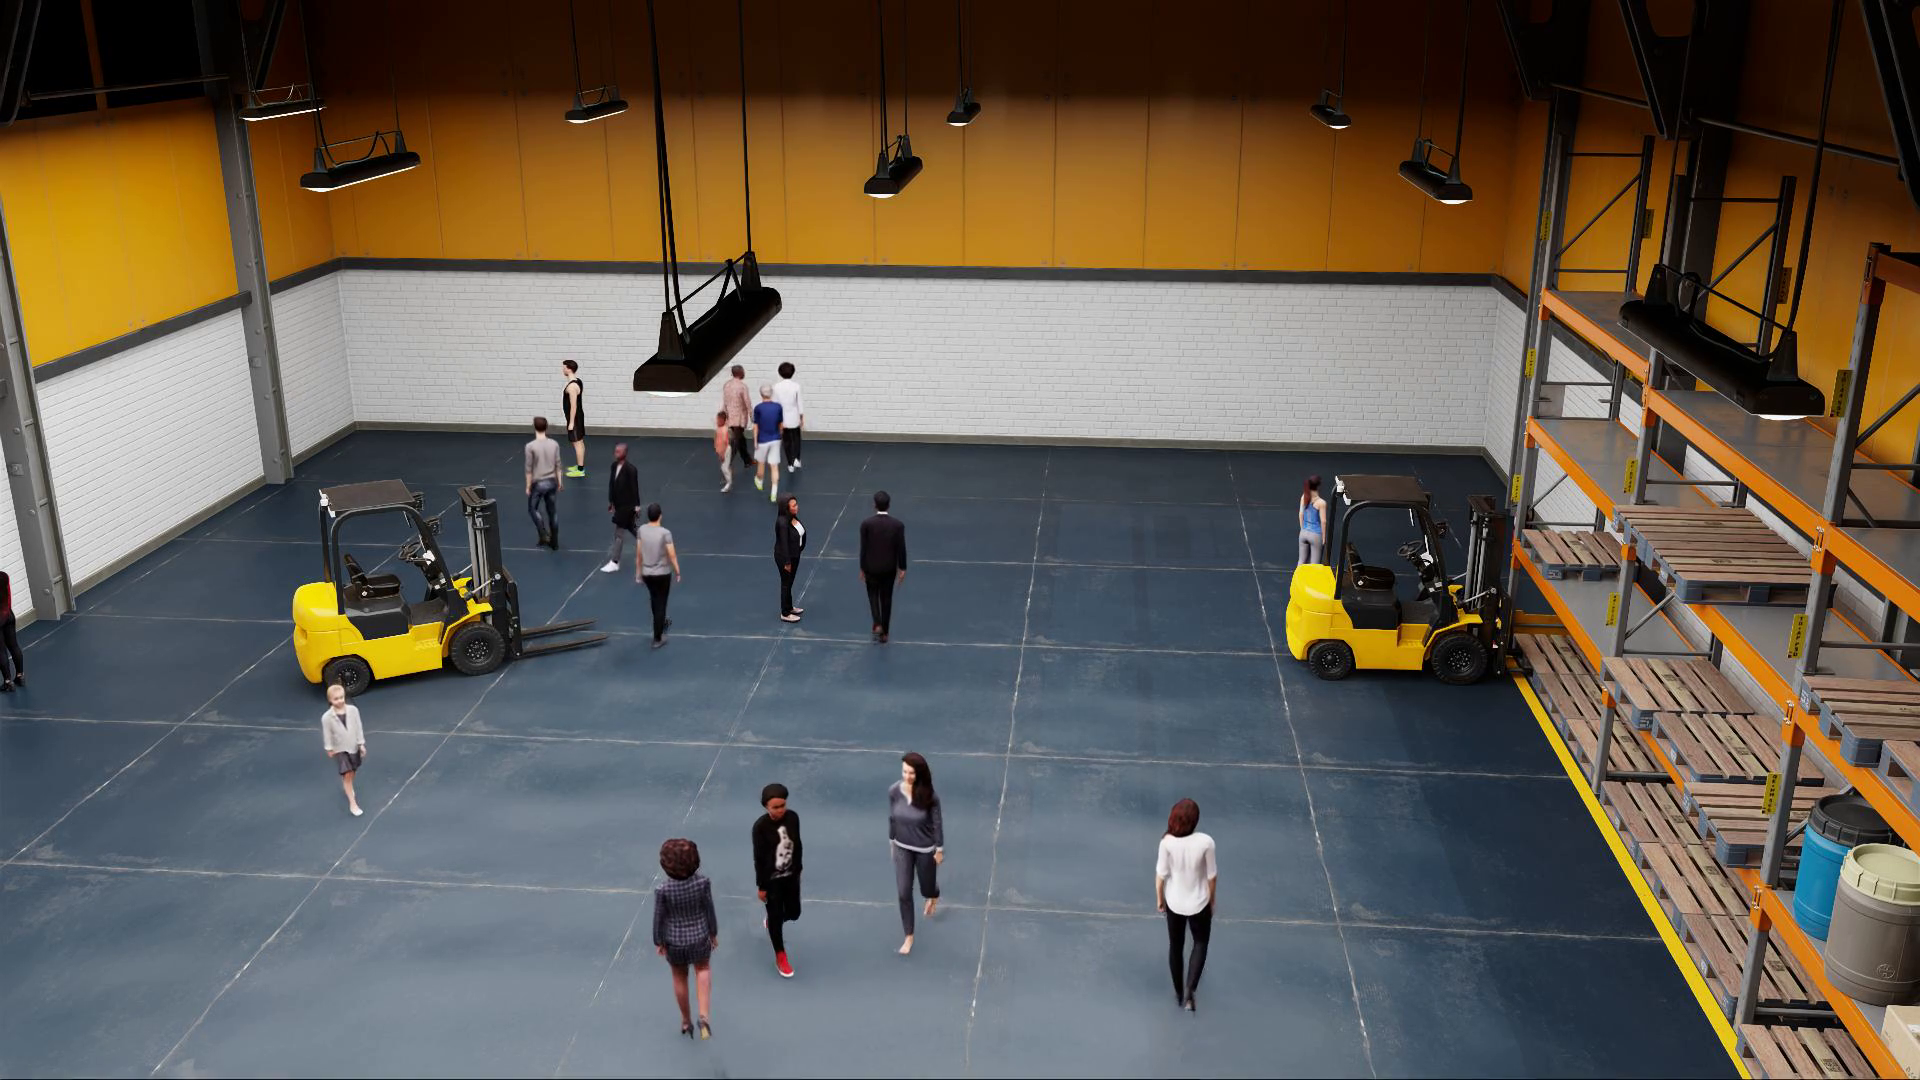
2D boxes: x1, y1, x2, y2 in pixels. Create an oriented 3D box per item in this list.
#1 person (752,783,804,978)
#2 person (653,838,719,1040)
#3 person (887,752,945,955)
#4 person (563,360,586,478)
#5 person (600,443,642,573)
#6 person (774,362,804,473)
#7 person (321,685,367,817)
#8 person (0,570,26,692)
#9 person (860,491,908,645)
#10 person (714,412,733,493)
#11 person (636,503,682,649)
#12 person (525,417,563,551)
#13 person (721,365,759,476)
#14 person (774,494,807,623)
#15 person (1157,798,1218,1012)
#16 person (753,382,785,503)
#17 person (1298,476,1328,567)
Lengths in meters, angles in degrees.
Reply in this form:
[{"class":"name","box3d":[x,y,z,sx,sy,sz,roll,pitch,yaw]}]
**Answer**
[{"class":"person","box3d":[-1.497,2.670,13.331,0.824,1.662,0.903,-12,22,-31]},{"class":"person","box3d":[-1.999,3.009,12.289,0.755,1.684,0.802,-6,19,-16]},{"class":"person","box3d":[-0.345,2.500,13.708,0.727,1.742,1.023,6,19,17]},{"class":"person","box3d":[-6.197,-1.970,26.748,0.773,1.892,0.587,-2,19,-5]},{"class":"person","box3d":[-4.467,-0.465,22.555,1.102,1.716,1.224,16,25,40]},{"class":"person","box3d":[-2.770,-1.965,26.884,0.669,1.795,0.657,-1,19,-3]},{"class":"person","box3d":[-5.935,1.974,16.037,0.857,1.254,0.921,-15,24,-37]},{"class":"person","box3d":[-10.752,0.887,18.632,0.691,1.658,0.524,6,20,17]},{"class":"person","box3d":[-0.941,0.354,19.881,0.762,1.870,0.662,-2,19,-5]},{"class":"person","box3d":[-3.670,-1.399,26.003,0.779,1.285,0.621,-3,19,-9]},{"class":"person","box3d":[-3.667,0.442,19.840,0.802,1.730,1.008,7,20,20]},{"class":"person","box3d":[-5.754,-0.750,23.127,0.820,1.891,0.858,-13,22,-33]},{"class":"person","box3d":[-3.632,-1.882,26.700,1.120,1.756,1.254,15,24,38]},{"class":"person","box3d":[-2.145,0.207,20.714,0.701,1.617,0.550,1,19,3]},{"class":"person","box3d":[1.725,2.837,12.646,0.658,1.783,0.774,4,19,11]},{"class":"person","box3d":[-2.902,-1.459,25.395,0.931,1.787,1.213,-5,19,-16]},{"class":"person","box3d":[4.551,-0.055,21.504,0.706,1.609,0.648,-15,24,-38]}]
